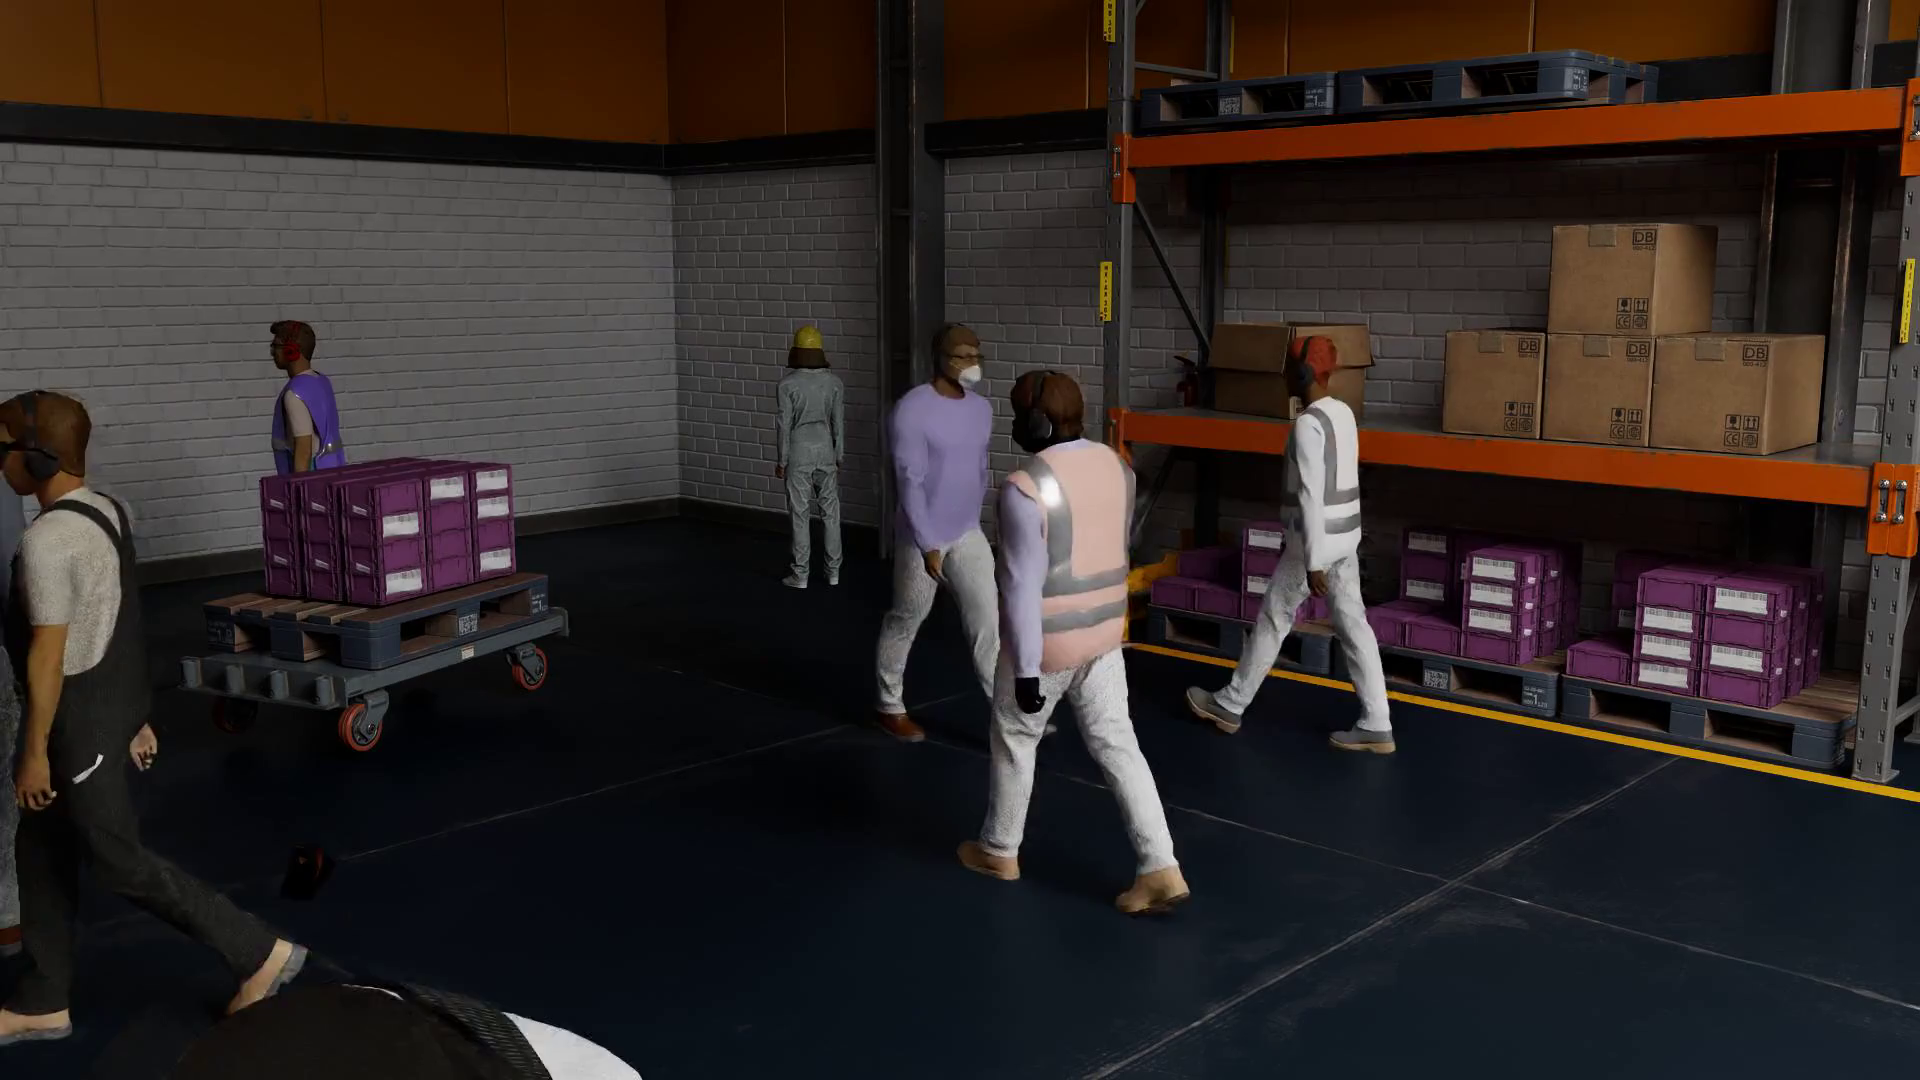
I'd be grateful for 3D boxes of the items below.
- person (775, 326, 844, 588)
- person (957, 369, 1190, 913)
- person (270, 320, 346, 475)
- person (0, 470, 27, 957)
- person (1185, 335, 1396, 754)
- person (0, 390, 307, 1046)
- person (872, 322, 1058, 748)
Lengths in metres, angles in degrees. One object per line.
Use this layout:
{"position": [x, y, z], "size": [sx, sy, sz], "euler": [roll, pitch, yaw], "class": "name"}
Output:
{"position": [-1.008, -0.552, 11.102], "size": [0.493, 1.743, 0.298], "euler": [-5, 11, -29], "class": "person"}
{"position": [0.373, 0.333, 5.513], "size": [0.629, 1.801, 0.943], "euler": [-8, 13, -42], "class": "person"}
{"position": [-3.521, -0.263, 9.016], "size": [0.388, 1.846, 0.565], "euler": [-2, 9, -10], "class": "person"}
{"position": [-3.125, 0.337, 5.066], "size": [0.630, 1.938, 0.372], "euler": [-2, 10, -13], "class": "person"}
{"position": [1.515, 0.012, 7.383], "size": [0.998, 1.824, 0.573], "euler": [7, 12, 36], "class": "person"}
{"position": [-2.286, 0.493, 4.500], "size": [0.877, 1.815, 0.502], "euler": [-2, 10, -14], "class": "person"}
{"position": [-0.029, 0.010, 7.226], "size": [0.644, 1.877, 1.044], "euler": [-8, 12, -42], "class": "person"}
